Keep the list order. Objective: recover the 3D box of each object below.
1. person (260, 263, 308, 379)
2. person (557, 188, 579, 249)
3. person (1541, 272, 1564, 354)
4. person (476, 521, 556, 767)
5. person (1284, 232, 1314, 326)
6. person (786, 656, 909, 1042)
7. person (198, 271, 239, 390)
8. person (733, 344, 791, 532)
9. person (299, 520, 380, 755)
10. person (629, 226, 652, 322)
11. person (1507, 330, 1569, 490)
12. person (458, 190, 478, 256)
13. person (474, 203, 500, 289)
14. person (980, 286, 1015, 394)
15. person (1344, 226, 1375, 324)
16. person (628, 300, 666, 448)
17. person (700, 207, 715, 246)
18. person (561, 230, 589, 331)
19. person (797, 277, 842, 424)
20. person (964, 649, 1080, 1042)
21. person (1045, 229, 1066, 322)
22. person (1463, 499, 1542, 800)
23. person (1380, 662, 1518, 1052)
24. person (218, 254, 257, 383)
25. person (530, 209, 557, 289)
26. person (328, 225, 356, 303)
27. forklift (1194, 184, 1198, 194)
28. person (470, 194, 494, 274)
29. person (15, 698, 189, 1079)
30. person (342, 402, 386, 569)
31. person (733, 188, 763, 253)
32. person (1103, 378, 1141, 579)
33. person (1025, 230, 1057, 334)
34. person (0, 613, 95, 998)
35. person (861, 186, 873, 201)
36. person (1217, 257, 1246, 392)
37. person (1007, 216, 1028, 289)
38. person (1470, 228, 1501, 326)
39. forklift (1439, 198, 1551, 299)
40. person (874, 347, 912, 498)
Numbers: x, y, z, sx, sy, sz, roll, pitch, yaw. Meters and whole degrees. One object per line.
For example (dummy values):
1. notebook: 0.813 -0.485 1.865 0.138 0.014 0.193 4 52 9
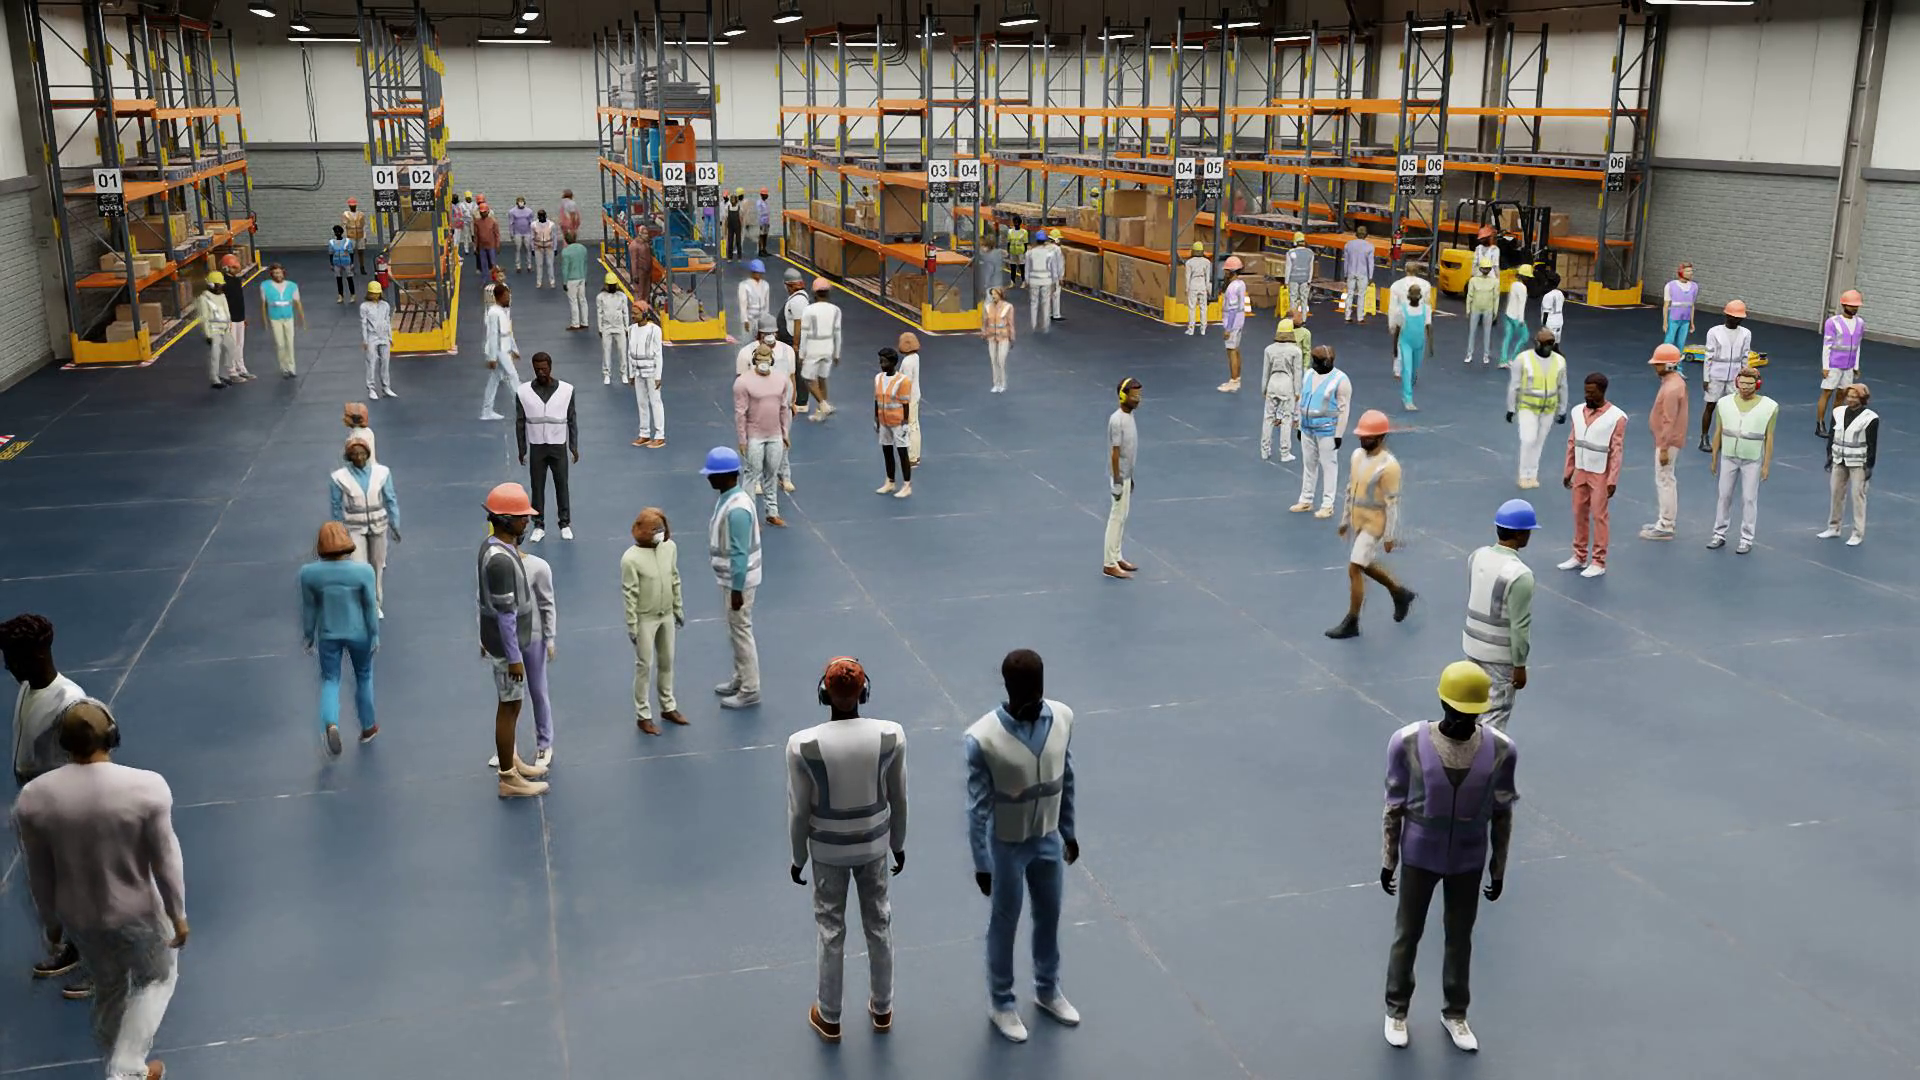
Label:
1. person: -10.712 -3.468 26.387 0.597 1.819 0.683 -12 19 -38
2. person: -10.661 -8.611 45.341 0.722 2.000 0.557 12 19 37
3. person: 9.385 -3.400 26.407 0.321 1.690 0.533 13 20 41
4. person: -2.932 0.659 10.984 0.533 1.767 0.326 2 15 7
5. person: 6.597 -5.085 32.466 0.590 1.835 0.404 -4 15 -15
6. person: -0.523 1.446 7.799 0.576 1.882 0.355 -5 16 -17
7. person: -11.297 -3.180 25.343 0.464 1.807 0.628 3 15 10
8. person: -2.020 -1.056 17.113 0.627 1.936 0.376 -11 18 -36
9. person: -4.189 0.656 11.270 0.505 1.608 0.637 -3 15 -9
10. person: -6.316 -5.291 33.137 0.401 1.894 0.654 5 16 18
11. person: 6.578 -1.462 18.847 0.661 1.823 0.595 -2 15 -6
12. person: -13.856 -8.953 47.028 0.590 1.833 0.403 -11 19 -37
13. person: -11.051 -6.861 38.846 0.623 1.990 0.393 2 15 8
14. person: 0.542 -3.014 25.080 0.538 1.621 0.503 9 17 30
15. person: 7.854 -5.221 32.809 0.623 1.932 0.367 10 18 32
16. person: -4.008 -2.114 21.211 0.577 1.880 0.349 10 18 34
17. person: -7.531 -9.814 50.084 0.592 1.926 0.366 5 16 17
18. person: -7.364 -4.956 31.806 0.378 1.929 0.635 9 17 30
19. person: -1.907 -2.543 22.530 0.648 2.024 0.655 -10 18 -34
20. person: 0.296 1.415 7.865 0.608 1.911 0.428 -10 18 -33
21. person: 1.892 -5.271 33.170 0.403 1.834 0.587 -9 17 -29
22. person: 3.415 0.691 10.545 0.425 1.938 0.604 -4 15 -14
23. person: 2.244 1.463 7.678 0.590 1.919 0.404 2 15 6
24. person: -11.409 -3.485 26.137 0.376 1.995 0.612 1 15 6
25. person: -9.739 -6.807 38.934 0.630 1.843 0.429 -3 15 -13
26. person: -13.441 -5.997 36.179 0.535 1.690 0.320 -1 15 -5
27. forklift: 7.392 -11.333 53.972 1.873 2.768 1.129 -4 15 -15
28. person: -12.095 -7.741 42.149 0.611 1.997 0.375 -2 15 -8
29. person: -3.642 1.608 7.106 0.640 1.922 0.550 -1 15 -2
30. person: -5.557 -0.474 15.479 0.306 1.645 0.522 -1 15 -3
31. person: -6.138 -9.192 47.868 0.885 1.874 0.606 -4 15 -15
32. person: 1.523 -0.582 15.464 0.317 1.865 0.523 5 16 19
33. person: 1.532 -4.889 31.512 0.615 1.945 0.404 3 15 11
34. person: -4.450 1.296 8.220 0.600 1.958 0.379 13 19 39
35. person: -2.750 -9.546 49.227 0.525 1.853 0.361 11 18 34
36. person: 4.107 -3.262 25.206 0.385 2.041 0.615 6 16 22
37. person: 1.340 -6.717 38.886 0.535 1.691 0.319 7 16 25
38. person: 10.291 -5.133 32.529 0.491 1.897 0.568 -9 17 -31
39. forklift: 11.913 -6.508 37.130 2.313 2.155 1.214 -4 15 -15
40. person: -0.750 -1.312 18.557 0.538 1.687 0.323 13 20 40
